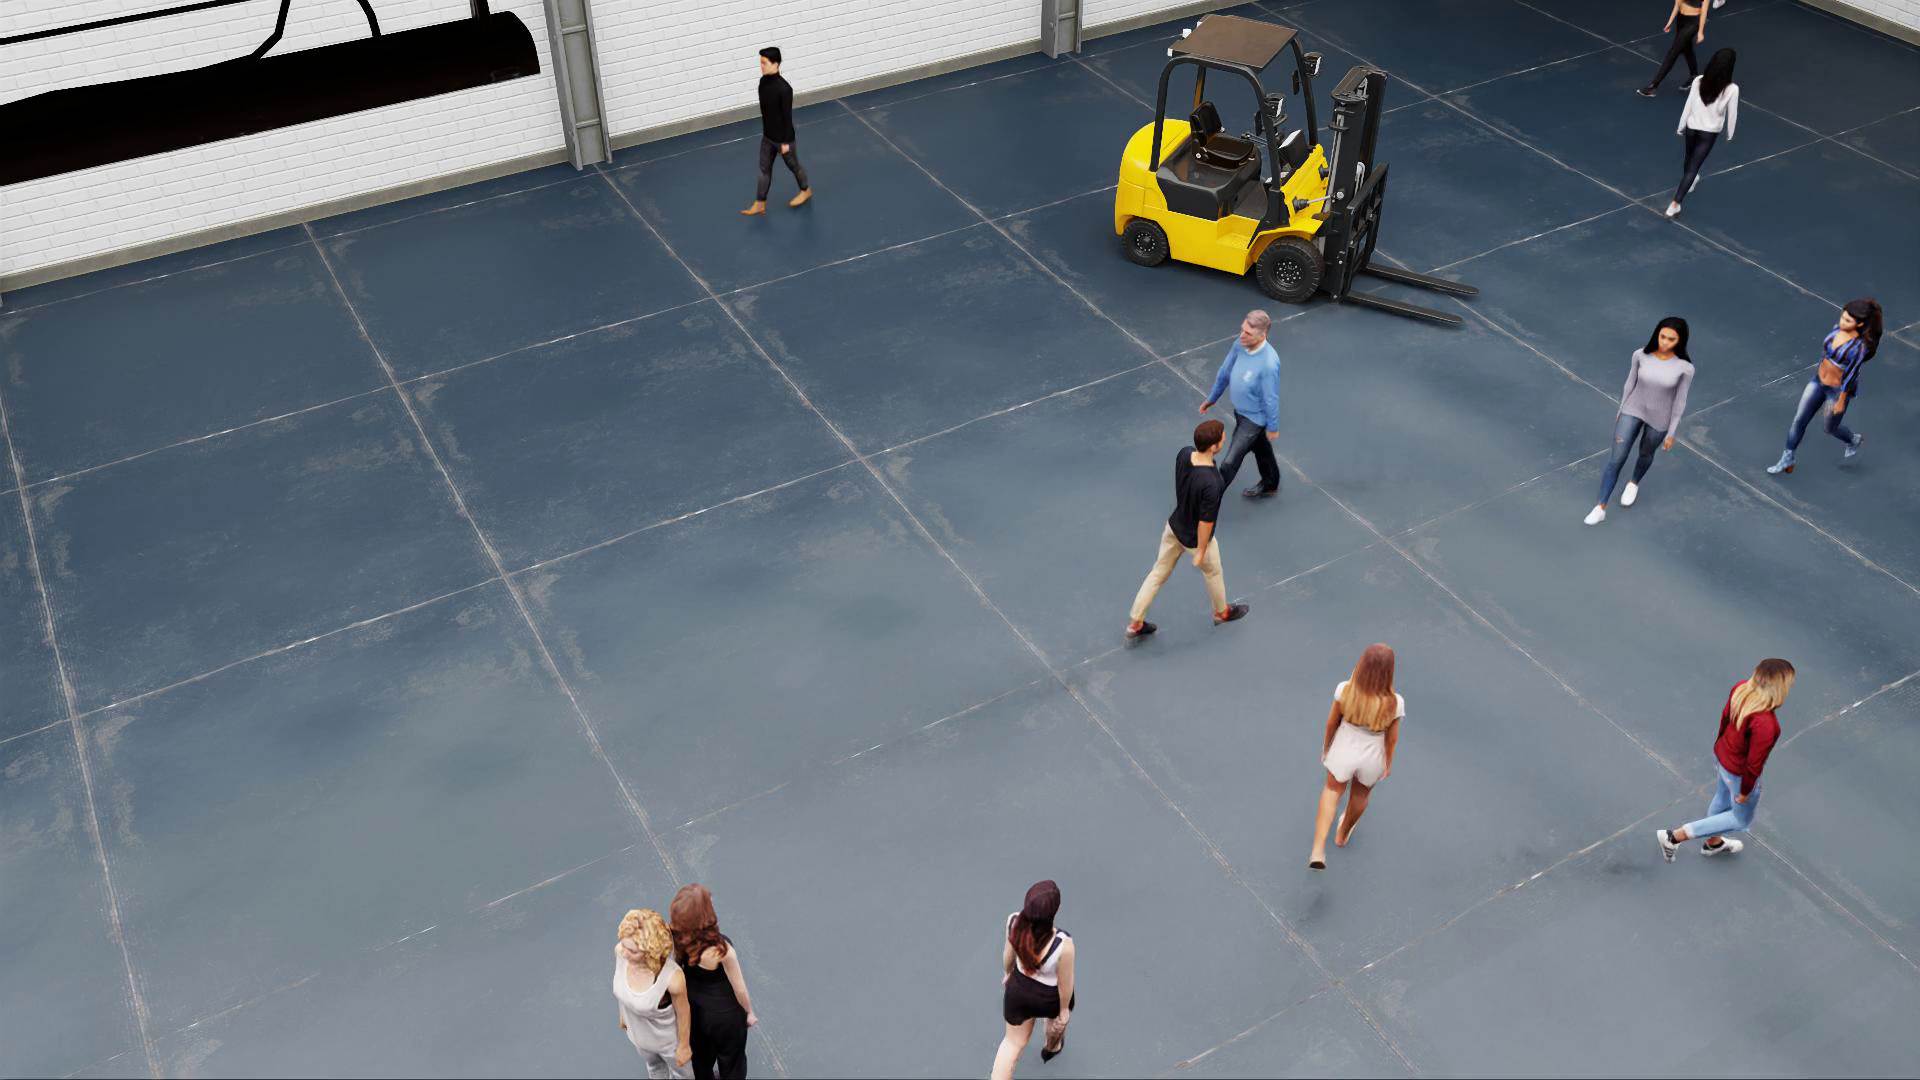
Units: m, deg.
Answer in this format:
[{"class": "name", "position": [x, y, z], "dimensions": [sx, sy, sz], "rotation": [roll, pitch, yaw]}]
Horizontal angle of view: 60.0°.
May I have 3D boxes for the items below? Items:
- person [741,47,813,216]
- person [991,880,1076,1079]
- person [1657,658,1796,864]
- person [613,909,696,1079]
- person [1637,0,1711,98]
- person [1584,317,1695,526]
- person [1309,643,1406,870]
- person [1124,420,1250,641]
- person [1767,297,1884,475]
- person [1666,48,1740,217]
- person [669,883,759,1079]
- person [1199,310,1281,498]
[{"class": "person", "position": [-1.739, -4.050, 16.490], "dimensions": [1.122, 1.682, 0.812], "rotation": [-30, 47, -32]}, {"class": "person", "position": [0.354, 2.379, 8.490], "dimensions": [0.926, 1.620, 1.123], "rotation": [18, 42, 21]}, {"class": "person", "position": [4.519, 1.334, 9.798], "dimensions": [0.968, 1.621, 0.834], "rotation": [-2, 39, -2]}, {"class": "person", "position": [-1.514, 2.432, 8.383], "dimensions": [0.682, 1.671, 0.688], "rotation": [22, 44, 25]}, {"class": "person", "position": [8.258, -5.790, 18.732], "dimensions": [1.138, 1.603, 0.721], "rotation": [-12, 40, -15]}, {"class": "person", "position": [5.241, -0.958, 12.602], "dimensions": [0.919, 1.703, 1.133], "rotation": [22, 44, 25]}, {"class": "person", "position": [2.315, 1.314, 9.777], "dimensions": [0.877, 1.678, 1.002], "rotation": [16, 41, 20]}, {"class": "person", "position": [1.487, -0.017, 11.340], "dimensions": [1.161, 1.807, 0.654], "rotation": [-19, 42, -22]}, {"class": "person", "position": [6.854, -1.177, 12.959], "dimensions": [1.051, 1.600, 0.769], "rotation": [-10, 40, -12]}, {"class": "person", "position": [7.310, -3.997, 16.451], "dimensions": [0.902, 1.648, 1.200], "rotation": [28, 46, 30]}, {"class": "person", "position": [-1.273, 2.357, 8.416], "dimensions": [0.666, 1.747, 0.697], "rotation": [16, 41, 19]}, {"class": "person", "position": [2.286, -0.979, 12.590], "dimensions": [1.199, 1.750, 0.827], "rotation": [-11, 40, -13]}]
